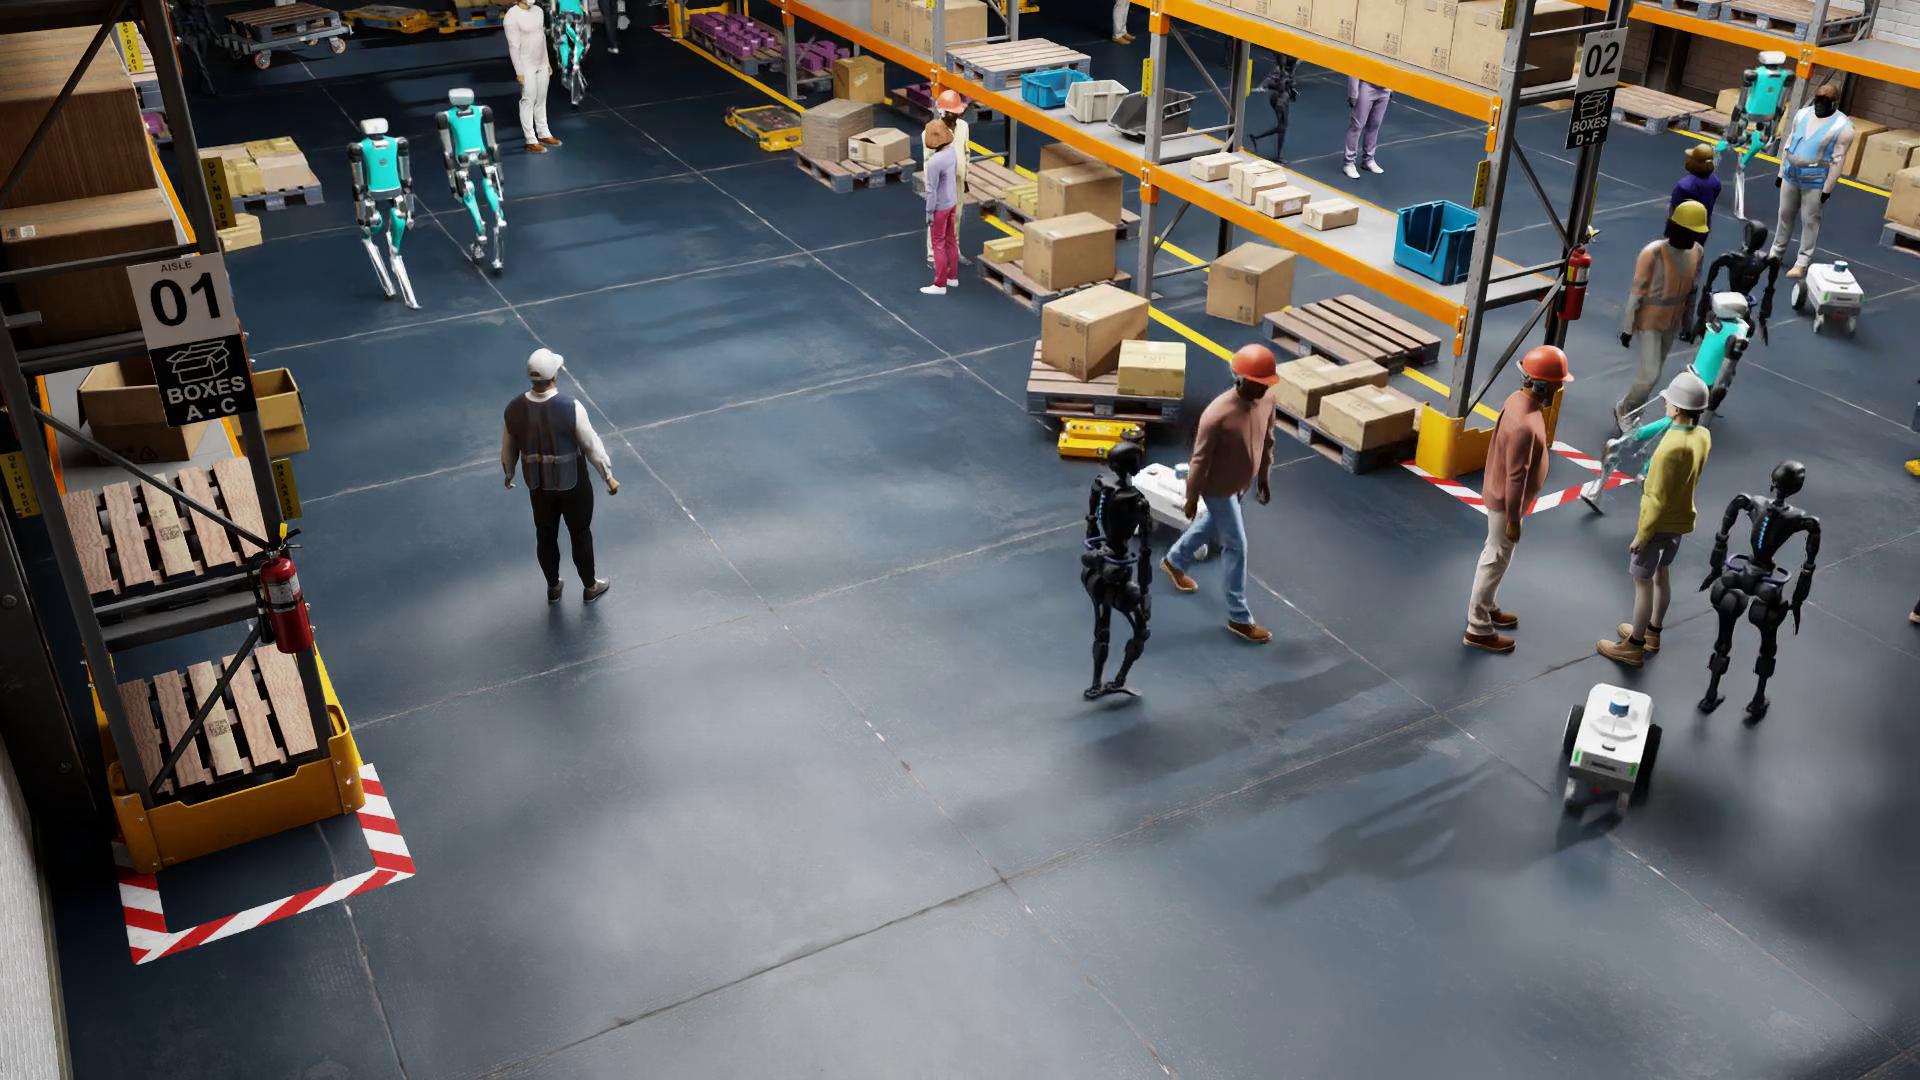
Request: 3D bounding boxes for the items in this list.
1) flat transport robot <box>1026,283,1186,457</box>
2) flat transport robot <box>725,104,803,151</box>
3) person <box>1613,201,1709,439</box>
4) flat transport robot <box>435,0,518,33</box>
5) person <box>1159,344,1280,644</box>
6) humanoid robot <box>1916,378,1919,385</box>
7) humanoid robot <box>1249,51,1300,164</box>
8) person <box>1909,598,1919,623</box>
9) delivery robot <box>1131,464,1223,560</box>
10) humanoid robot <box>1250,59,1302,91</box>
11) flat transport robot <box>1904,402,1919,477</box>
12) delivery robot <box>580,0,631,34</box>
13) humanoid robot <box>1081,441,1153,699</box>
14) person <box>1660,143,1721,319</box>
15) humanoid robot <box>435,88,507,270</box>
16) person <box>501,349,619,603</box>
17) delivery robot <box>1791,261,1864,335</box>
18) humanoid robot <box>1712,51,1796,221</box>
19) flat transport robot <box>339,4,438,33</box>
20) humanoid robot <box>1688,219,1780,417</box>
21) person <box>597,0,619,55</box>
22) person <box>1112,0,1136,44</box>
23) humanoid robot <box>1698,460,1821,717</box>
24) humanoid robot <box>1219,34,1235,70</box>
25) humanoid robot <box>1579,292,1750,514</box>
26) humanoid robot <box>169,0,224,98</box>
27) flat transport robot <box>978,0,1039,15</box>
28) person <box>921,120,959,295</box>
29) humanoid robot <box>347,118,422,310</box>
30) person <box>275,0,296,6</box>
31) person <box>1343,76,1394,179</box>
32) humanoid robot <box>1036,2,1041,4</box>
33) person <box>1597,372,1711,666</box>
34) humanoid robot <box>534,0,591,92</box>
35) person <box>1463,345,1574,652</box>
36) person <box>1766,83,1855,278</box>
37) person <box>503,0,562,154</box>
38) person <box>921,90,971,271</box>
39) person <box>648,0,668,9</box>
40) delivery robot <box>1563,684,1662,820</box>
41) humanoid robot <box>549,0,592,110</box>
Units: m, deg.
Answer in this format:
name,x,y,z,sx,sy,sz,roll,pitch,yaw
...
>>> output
name,x,y,z,sx,sy,sz,roll,pitch,yaw
flat transport robot,1.160,-1.048,13.234,0.659,0.231,1.431,4,30,7
flat transport robot,-2.282,-4.992,20.100,0.659,0.231,1.431,-15,33,-24
person,5.340,-1.650,12.628,0.600,1.909,0.437,-12,32,-21
flat transport robot,-7.178,-7.867,25.105,1.431,0.231,0.659,-12,32,-19
person,1.625,-0.383,10.405,0.606,1.942,1.002,-26,39,-37
humanoid robot,8.142,-1.960,13.409,0.590,1.654,0.354,-11,32,-18
humanoid robot,3.606,-5.140,18.943,0.510,1.639,0.590,11,32,19
person,6.338,-0.240,10.180,0.468,1.947,0.626,-19,35,-29
delivery robot,1.521,-0.248,11.546,0.499,0.587,0.789,-26,39,-38
humanoid robot,4.224,-6.681,21.571,0.907,1.764,0.547,7,31,12
flat transport robot,7.862,-0.535,12.341,1.431,0.231,0.659,-7,31,-13
delivery robot,-5.336,-7.861,24.826,0.803,0.614,0.499,-18,35,-29
humanoid robot,0.890,0.188,9.670,0.339,1.649,0.600,-18,35,-29
person,6.449,-2.727,14.794,0.450,1.624,0.328,-10,31,-17
humanoid robot,-4.552,-3.351,15.758,0.542,1.739,0.965,-14,33,-23
person,-2.563,-0.390,10.593,0.751,1.758,0.433,2,30,4
delivery robot,7.863,-2.224,14.995,0.499,0.595,0.781,6,30,11
humanoid robot,8.202,-4.322,17.497,0.531,1.774,0.997,-2,30,-3
flat transport robot,-8.618,-7.866,25.103,1.431,0.231,0.659,13,32,21
humanoid robot,6.044,-1.734,13.027,0.600,1.644,0.369,1,30,2
person,-5.057,-7.846,23.513,0.535,1.817,0.822,-16,33,-25
person,2.410,-8.146,23.961,0.374,1.893,0.570,12,32,19
humanoid robot,4.551,0.267,9.527,0.585,1.654,0.386,24,38,35
humanoid robot,3.784,-7.292,22.676,0.315,1.657,0.599,-5,30,-9
humanoid robot,4.765,-0.882,11.485,0.977,1.766,0.530,5,30,9
humanoid robot,-9.809,-6.536,21.406,0.719,1.629,0.615,13,33,22
flat transport robot,0.660,-8.555,26.303,0.659,0.231,1.431,-12,32,-19
person,-0.179,-3.079,15.407,0.288,1.628,0.498,14,33,23
humanoid robot,-5.267,-2.992,15.160,0.545,1.789,0.825,-18,35,-29
person,-10.020,-8.478,24.596,0.429,1.839,0.622,6,30,10
person,4.585,-4.984,18.450,0.650,1.900,0.406,-16,34,-26
humanoid robot,1.138,-9.355,26.267,0.315,1.657,0.599,-8,31,-14
person,4.213,-0.111,9.977,0.487,1.889,0.390,-23,37,-34
humanoid robot,-5.126,-6.733,21.706,0.879,1.840,0.553,20,36,31
person,3.384,-0.258,10.141,0.403,1.986,0.613,9,31,15
person,8.030,-3.418,15.791,0.430,1.837,0.626,-15,33,-24
person,-4.963,-5.493,19.297,0.373,1.940,0.630,12,32,20
person,-0.108,-3.429,15.896,0.560,1.743,0.342,-24,38,-36
person,-4.749,-9.226,25.992,0.574,1.740,0.378,17,34,27
delivery robot,3.592,1.125,9.183,0.499,0.614,0.818,14,33,23
humanoid robot,-4.913,-6.229,20.846,0.549,1.765,1.017,-1,30,-1
